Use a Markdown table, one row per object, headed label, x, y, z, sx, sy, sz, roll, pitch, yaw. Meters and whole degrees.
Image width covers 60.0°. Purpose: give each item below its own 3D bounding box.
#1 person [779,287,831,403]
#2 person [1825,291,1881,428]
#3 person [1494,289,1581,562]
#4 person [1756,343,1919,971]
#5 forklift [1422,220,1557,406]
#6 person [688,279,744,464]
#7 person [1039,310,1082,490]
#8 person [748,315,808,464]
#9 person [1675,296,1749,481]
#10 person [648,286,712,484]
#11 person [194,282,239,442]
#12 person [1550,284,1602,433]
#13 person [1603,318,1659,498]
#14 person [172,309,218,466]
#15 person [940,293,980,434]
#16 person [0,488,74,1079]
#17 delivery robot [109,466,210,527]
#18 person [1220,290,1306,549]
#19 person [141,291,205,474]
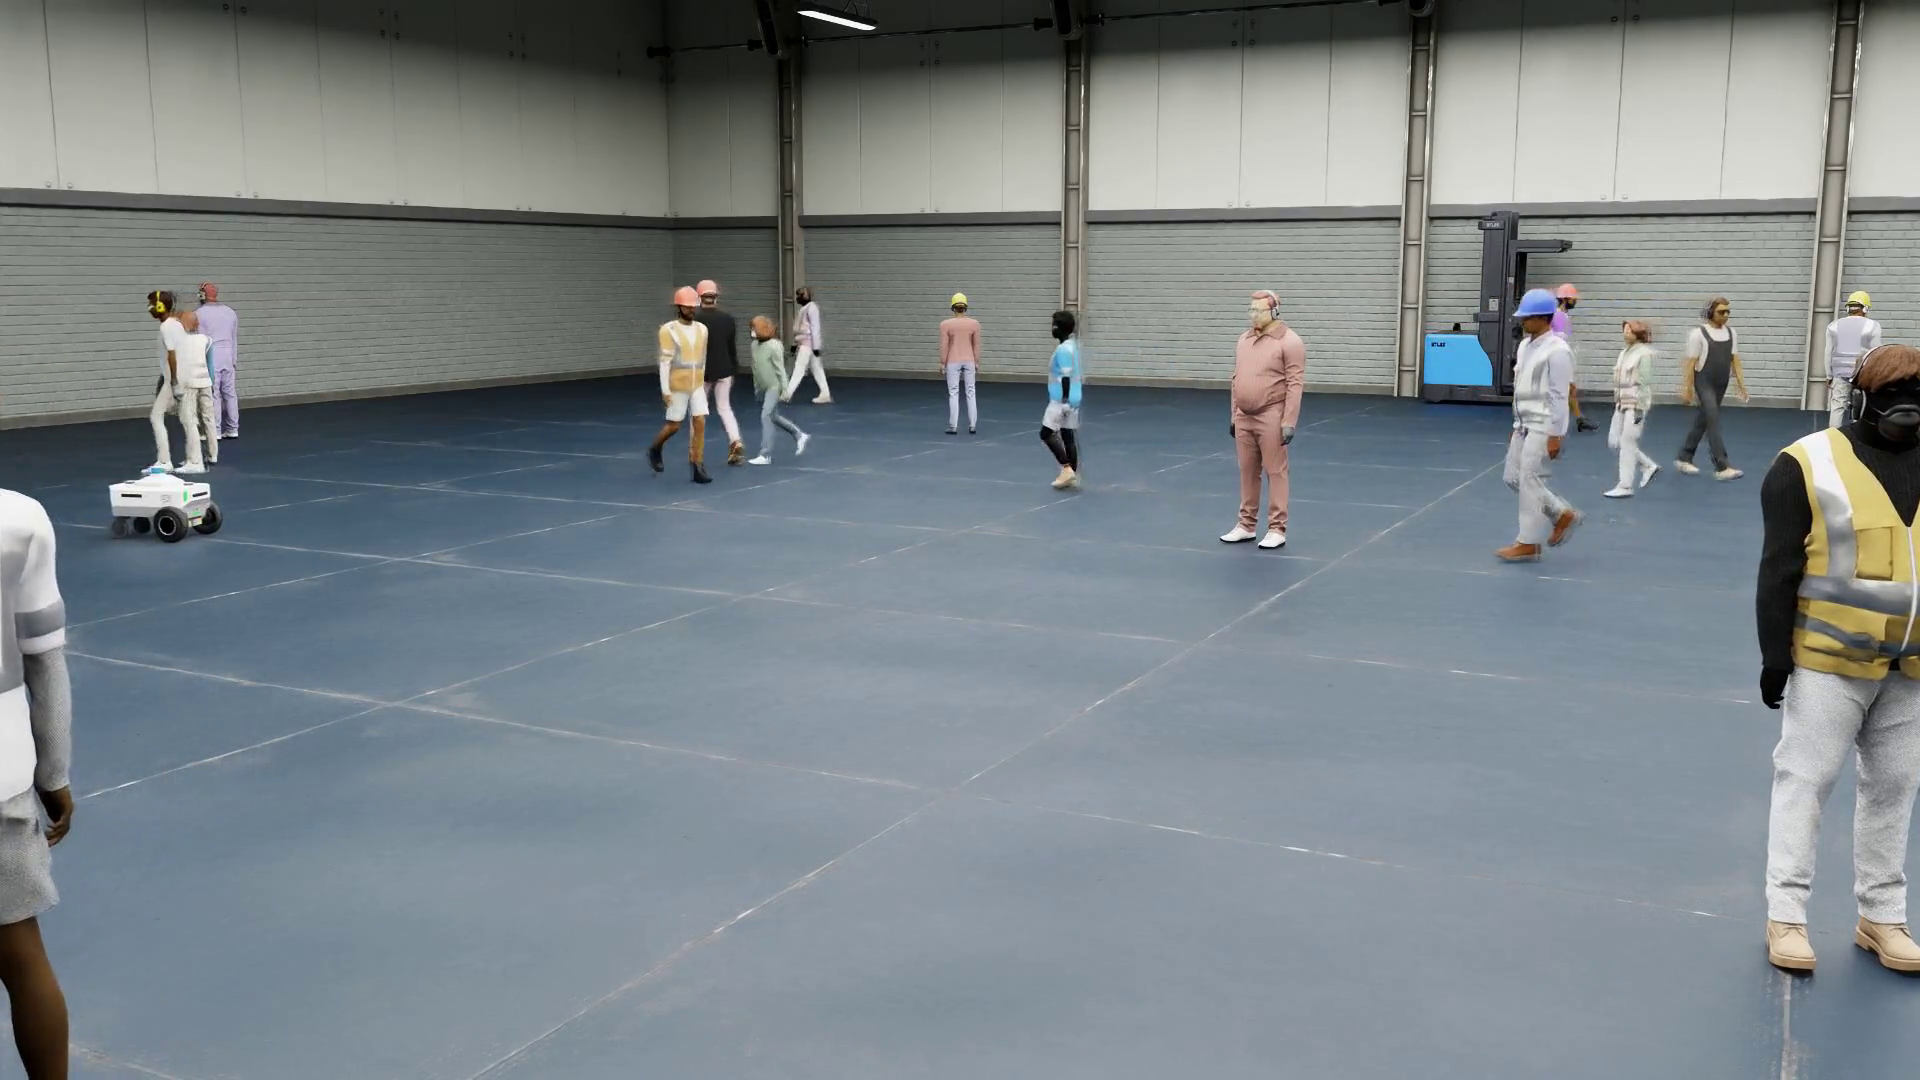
| label | x | y | z | sx | sy | sz | roll | pitch | yaw |
| --- | --- | --- | --- | --- | --- | --- | --- | --- | --- |
| person | -2.439 | -3.007 | 25.724 | 0.963 | 1.788 | 0.625 | -2 | 9 | -14 |
| person | 9.915 | -1.844 | 18.458 | 0.403 | 1.825 | 0.586 | -8 | 12 | -42 |
| person | 4.124 | -0.810 | 11.758 | 0.554 | 1.924 | 0.619 | -1 | 9 | -5 |
| person | 2.659 | 0.350 | 4.872 | 0.634 | 1.842 | 0.429 | 0 | 9 | 1 |
| forklift | 8.245 | -3.527 | 25.720 | 1.873 | 2.768 | 1.129 | 5 | 10 | 27 |
| person | -2.630 | -1.779 | 17.649 | 0.625 | 1.964 | 0.879 | -5 | 11 | -29 |
| person | 0.946 | -1.300 | 15.527 | 0.377 | 1.679 | 0.543 | 2 | 10 | 15 |
| person | -1.960 | -1.630 | 17.878 | 0.760 | 1.594 | 0.510 | -7 | 12 | -39 |
| person | 7.467 | -1.507 | 16.483 | 0.534 | 1.794 | 0.959 | -3 | 10 | -20 |
| person | -2.753 | -1.526 | 16.283 | 0.556 | 1.911 | 0.798 | -8 | 12 | -40 |
| person | -9.034 | -2.155 | 20.116 | 0.406 | 1.910 | 0.639 | 4 | 10 | 22 |
| person | 7.608 | -2.297 | 21.081 | 1.014 | 1.882 | 0.567 | 5 | 10 | 26 |
| person | 6.130 | -1.195 | 15.070 | 0.479 | 1.624 | 0.519 | -1 | 9 | -5 |
| person | -8.058 | -1.594 | 17.476 | 0.310 | 1.642 | 0.514 | 5 | 11 | 30 |
| person | -0.005 | -2.220 | 20.952 | 0.523 | 1.769 | 0.324 | -2 | 10 | -15 |
| person | -2.198 | 0.516 | 3.554 | 0.372 | 1.934 | 0.551 | 8 | 12 | 39 |
| delivery robot | -6.194 | -0.332 | 12.876 | 0.707 | 0.478 | 0.477 | 2 | 9 | 12 |
| person | 2.243 | -0.902 | 12.394 | 0.409 | 1.908 | 0.639 | -7 | 12 | -37 |
| person | -8.036 | -1.584 | 16.802 | 0.709 | 1.837 | 0.497 | -1 | 9 | -5 |
